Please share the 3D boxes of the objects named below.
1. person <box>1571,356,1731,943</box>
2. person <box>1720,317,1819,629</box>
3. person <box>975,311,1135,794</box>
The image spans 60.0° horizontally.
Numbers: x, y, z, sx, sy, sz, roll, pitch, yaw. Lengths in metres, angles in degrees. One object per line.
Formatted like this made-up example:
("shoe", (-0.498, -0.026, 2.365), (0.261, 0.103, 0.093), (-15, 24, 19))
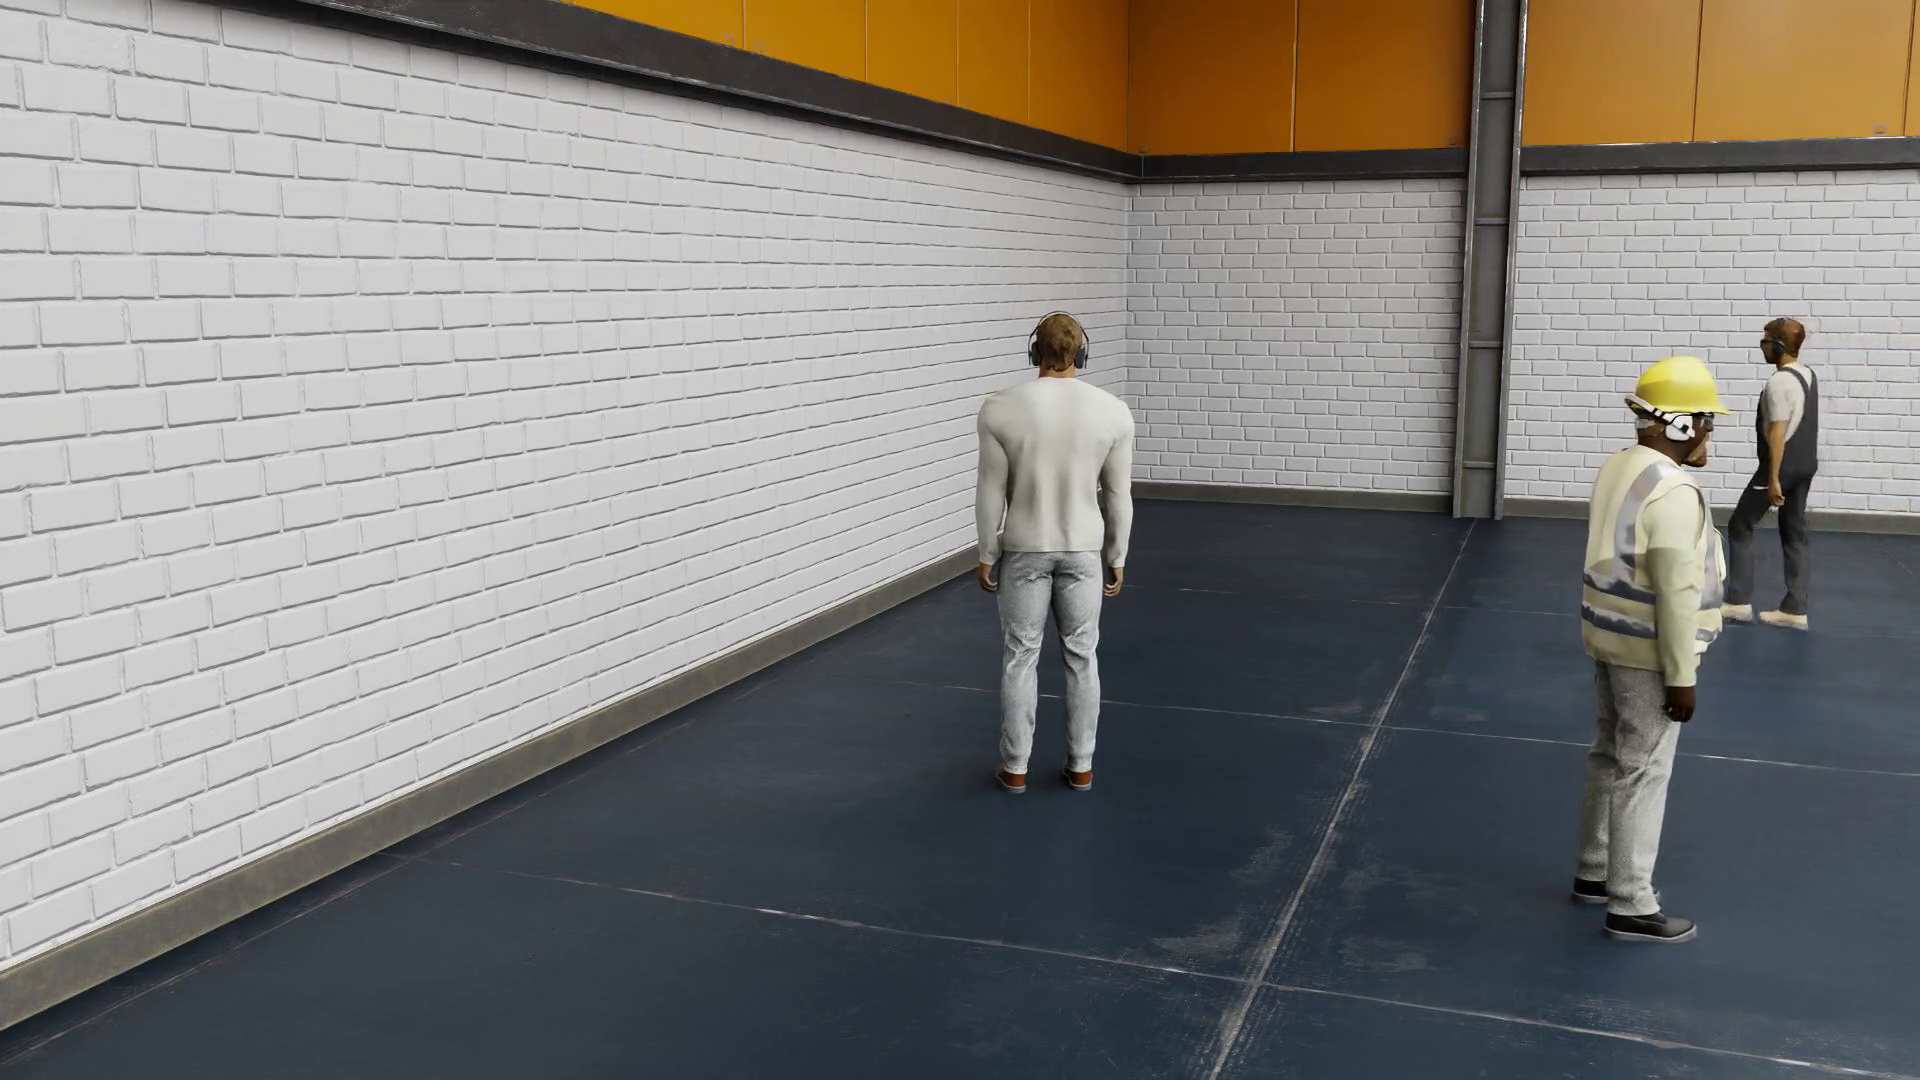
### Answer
("person", (2.176, 0.336, 5.246), (0.403, 1.823, 0.595), (1, 9, 3))
("person", (4.778, -0.402, 9.861), (0.514, 1.818, 0.705), (-6, 11, -33))
("person", (0.375, 0.059, 6.655), (0.630, 1.934, 0.368), (0, 9, -3))
